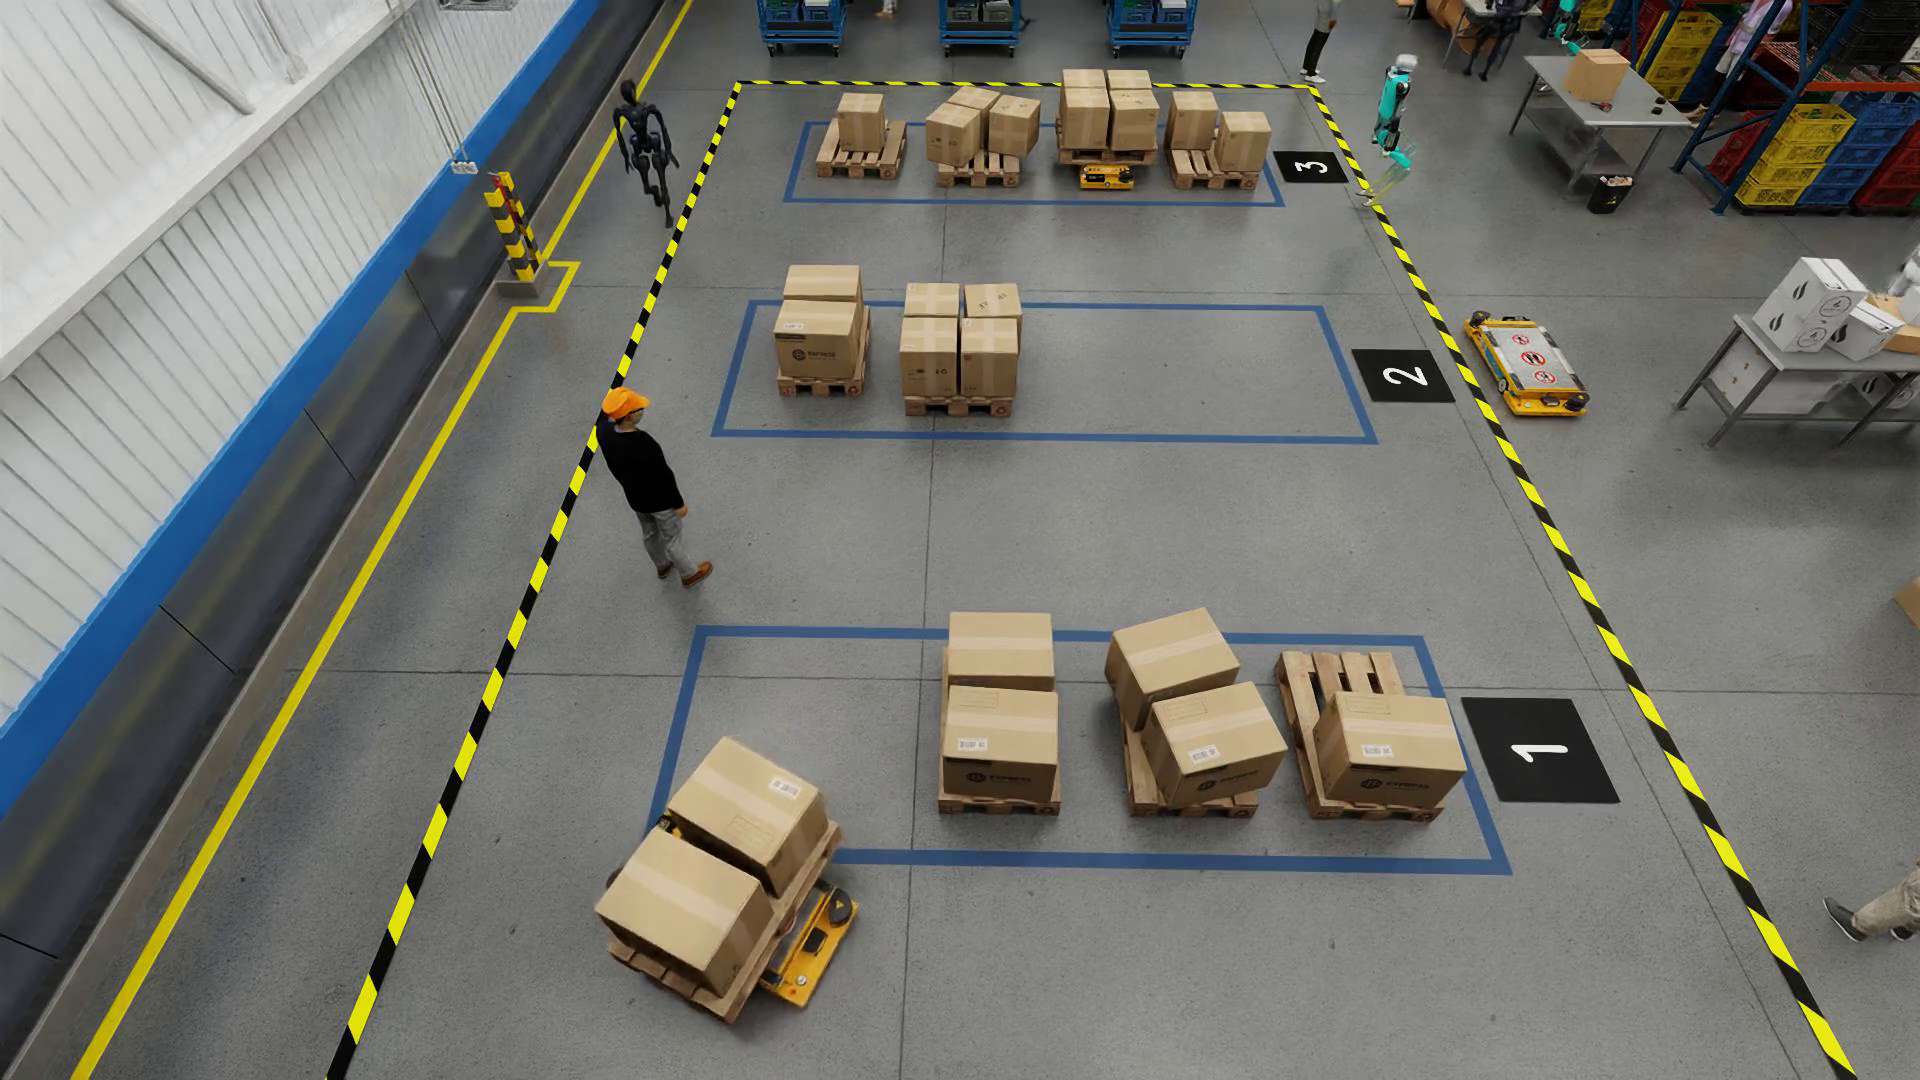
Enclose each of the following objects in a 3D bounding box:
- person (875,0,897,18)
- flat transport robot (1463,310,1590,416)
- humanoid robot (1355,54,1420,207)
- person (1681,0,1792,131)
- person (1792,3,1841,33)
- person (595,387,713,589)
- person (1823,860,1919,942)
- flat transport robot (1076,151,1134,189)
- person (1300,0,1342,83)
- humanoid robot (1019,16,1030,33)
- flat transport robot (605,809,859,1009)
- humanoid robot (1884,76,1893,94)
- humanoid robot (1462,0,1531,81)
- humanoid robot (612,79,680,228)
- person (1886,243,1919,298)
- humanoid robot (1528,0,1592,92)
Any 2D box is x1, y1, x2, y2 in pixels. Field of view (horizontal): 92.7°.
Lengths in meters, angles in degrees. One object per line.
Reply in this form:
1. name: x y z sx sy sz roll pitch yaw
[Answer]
1. person: -1.234 -9.369 14.603 0.429 1.840 0.632 11 50 9
2. flat transport robot: 5.573 -1.757 9.054 0.659 0.231 1.431 1 49 1
3. humanoid robot: 5.056 -4.665 10.513 0.735 1.673 0.533 1 49 1
4. person: 10.131 -6.386 11.889 0.389 2.040 0.613 1 49 1
5. person: 12.202 -7.632 13.017 0.602 1.966 0.368 28 55 22
6. person: -2.275 -0.351 6.773 0.585 1.880 0.385 23 53 19
7. person: 5.581 1.785 4.995 0.572 1.767 0.397 1 49 1
8. flat transport robot: 1.845 -4.982 11.827 0.652 0.197 1.431 1 49 1
9. person: 5.255 -7.496 12.978 0.396 1.847 0.587 2 49 2
10. humanoid robot: 0.933 -8.790 14.208 0.431 1.641 0.584 10 50 9
11. flat transport robot: -1.407 2.197 5.613 1.431 0.197 0.652 20 52 16
12. humanoid robot: 13.554 -7.206 12.802 0.545 1.766 0.900 14 51 12
13. humanoid robot: 7.721 -7.436 13.030 0.588 1.649 0.362 7 50 6
14. humanoid robot: -3.547 -4.454 10.469 0.612 1.640 0.580 -7 50 -6
15. person: 9.044 -2.521 8.657 0.675 1.867 0.592 4 49 3
16. humanoid robot: 8.468 -7.062 12.586 0.735 1.677 0.533 1 49 1
